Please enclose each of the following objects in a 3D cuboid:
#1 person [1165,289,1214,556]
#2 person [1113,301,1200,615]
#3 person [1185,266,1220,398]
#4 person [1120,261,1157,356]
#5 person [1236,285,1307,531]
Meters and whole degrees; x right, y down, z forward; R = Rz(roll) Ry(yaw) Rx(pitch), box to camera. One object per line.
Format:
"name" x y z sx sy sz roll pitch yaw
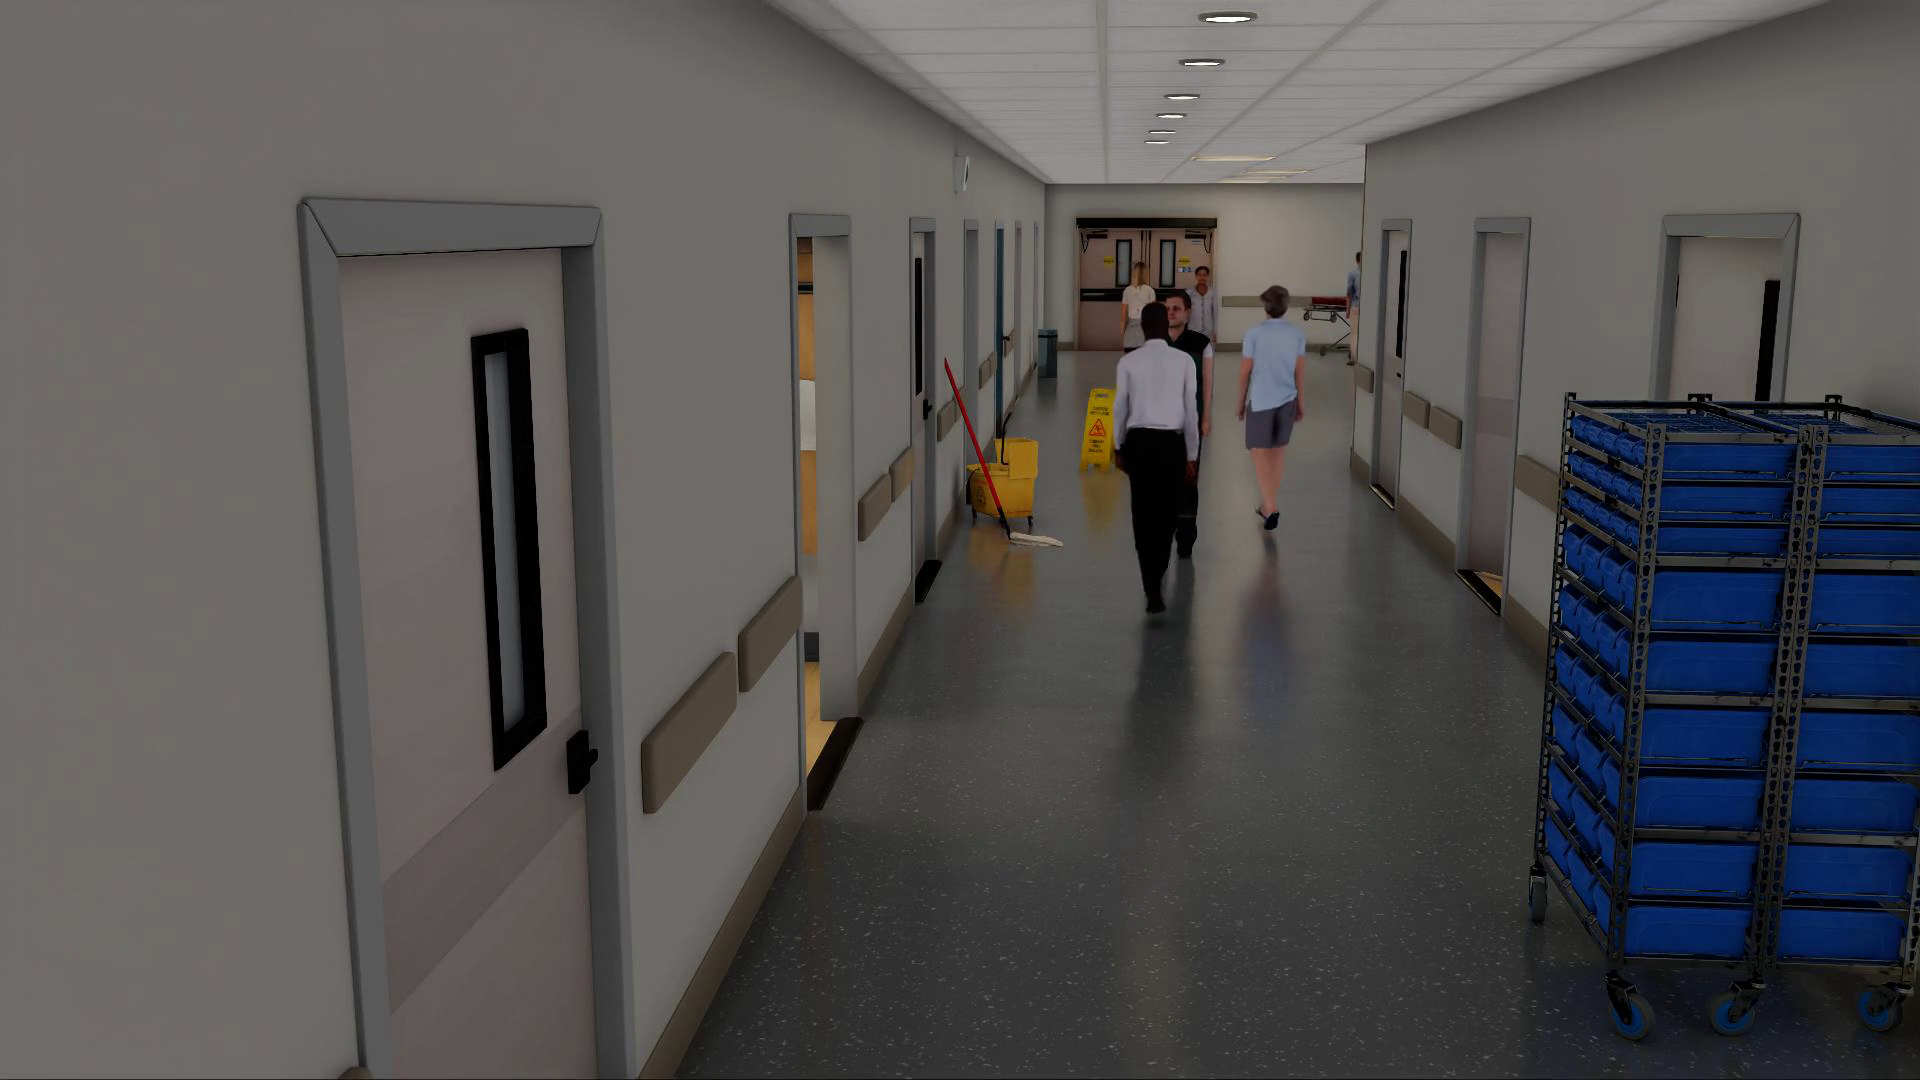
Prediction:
"person" 1.483 -0.815 11.496 0.708 1.842 0.670 4 12 21
"person" 1.120 -0.430 9.643 0.670 1.780 1.262 1 11 4
"person" 3.183 -2.764 22.074 0.636 1.732 0.558 0 11 -1
"person" 2.185 -2.479 20.321 0.660 1.825 0.601 3 11 17
"person" 2.336 -0.965 12.411 0.777 1.800 1.179 -1 11 -4
